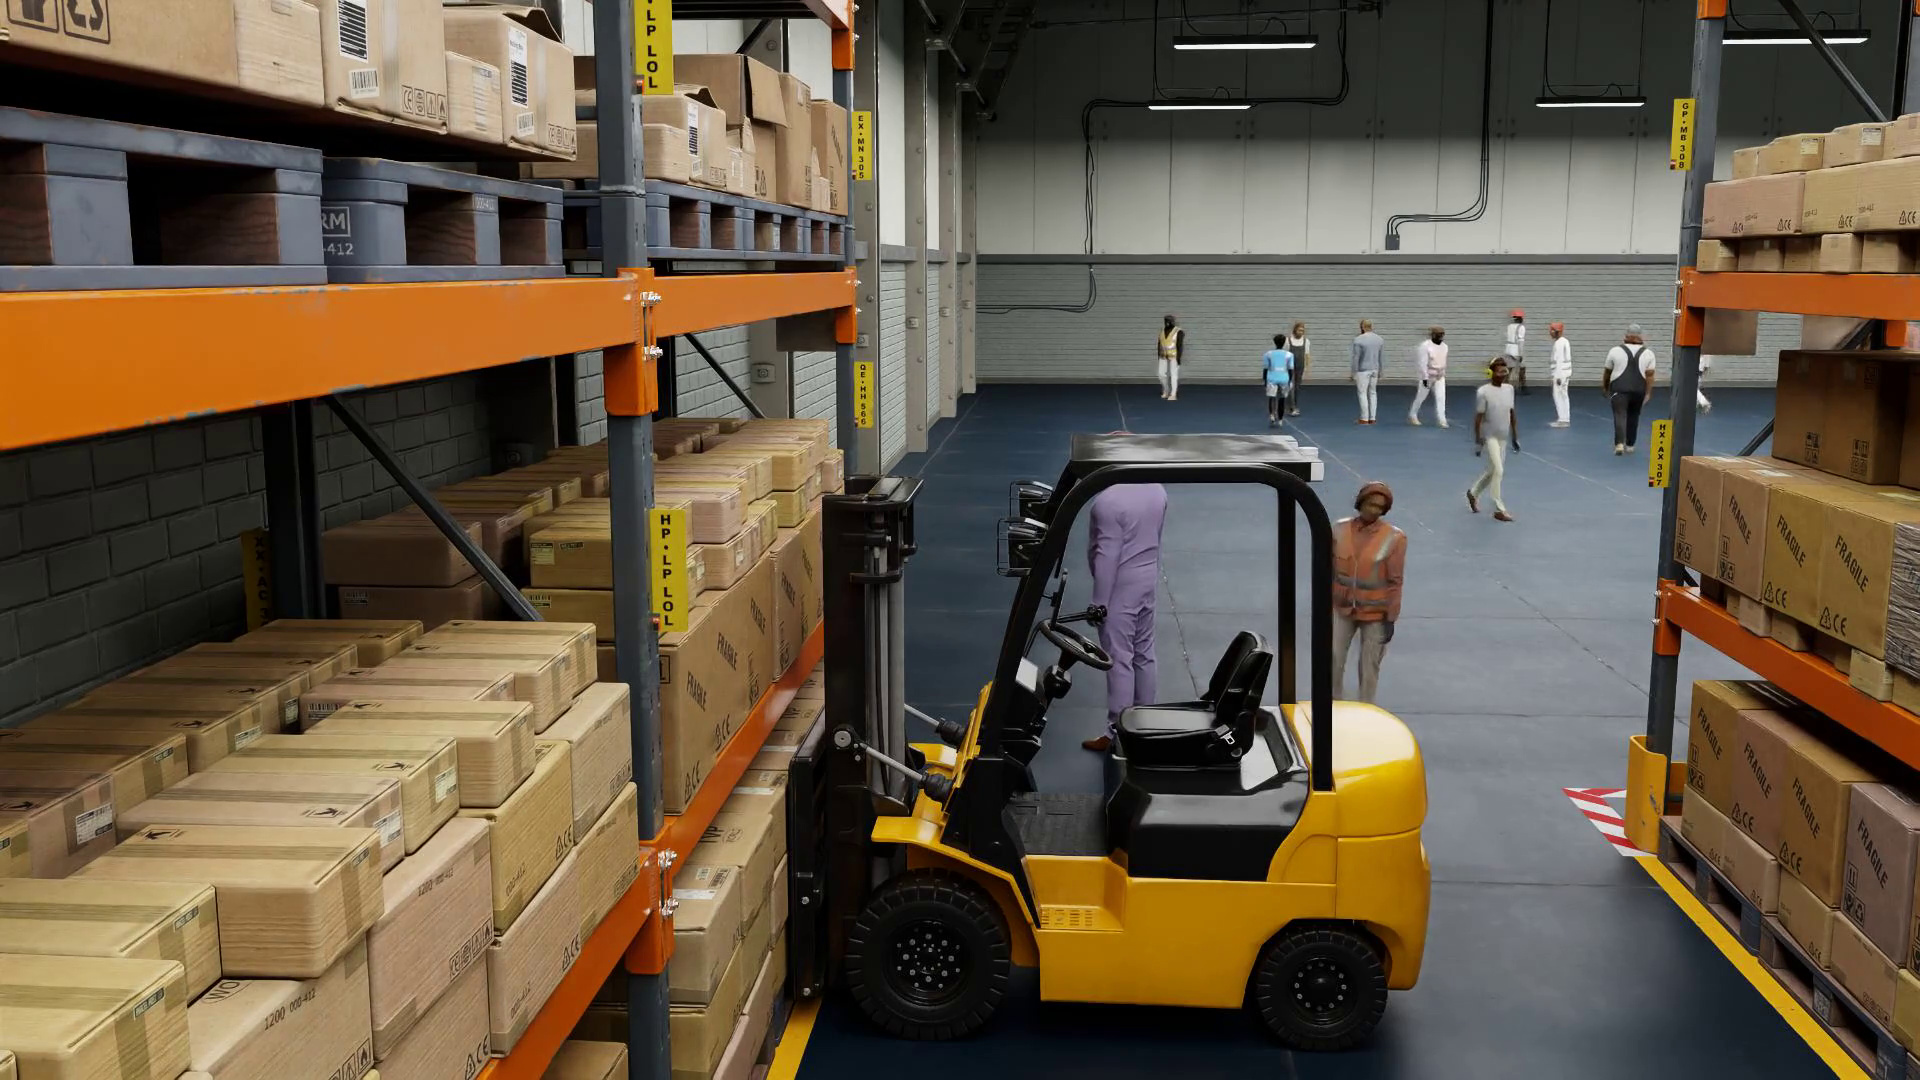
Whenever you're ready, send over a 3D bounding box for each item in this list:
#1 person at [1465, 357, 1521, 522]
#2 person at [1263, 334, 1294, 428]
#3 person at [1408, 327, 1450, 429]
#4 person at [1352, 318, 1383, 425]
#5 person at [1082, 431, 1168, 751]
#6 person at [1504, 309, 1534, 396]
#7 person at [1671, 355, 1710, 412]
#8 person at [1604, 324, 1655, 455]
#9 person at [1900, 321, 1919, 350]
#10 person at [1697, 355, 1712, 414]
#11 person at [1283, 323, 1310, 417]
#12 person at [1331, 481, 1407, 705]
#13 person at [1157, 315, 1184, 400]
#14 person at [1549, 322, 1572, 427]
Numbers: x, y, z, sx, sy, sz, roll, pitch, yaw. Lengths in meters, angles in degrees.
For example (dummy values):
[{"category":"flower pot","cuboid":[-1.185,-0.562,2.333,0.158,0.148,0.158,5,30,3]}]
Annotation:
[{"category":"person","cuboid":[6.051,-1.165,18.895,0.517,1.846,0.844,-5,10,-26]},{"category":"person","cuboid":[5.620,-2.811,29.400,0.534,1.667,0.779,2,10,11]},{"category":"person","cuboid":[8.358,-2.898,29.552,0.607,1.802,0.953,-3,10,-19]},{"category":"person","cuboid":[7.326,-3.019,29.921,0.638,1.920,0.409,-5,11,-27]},{"category":"person","cuboid":[0.948,0.304,9.829,0.404,1.902,0.636,7,12,37]},{"category":"person","cuboid":[12.314,-4.118,36.590,0.860,1.904,0.575,-4,10,-25]},{"category":"person","cuboid":[14.332,-3.470,32.751,0.653,1.883,0.739,-4,10,-25]},{"category":"person","cuboid":[10.174,-2.320,25.297,0.679,2.000,1.030,2,10,11]},{"category":"person","cuboid":[20.077,-3.884,35.257,0.713,1.894,0.656,-2,10,-12]},{"category":"person","cuboid":[14.093,-3.308,31.900,0.583,1.853,0.904,-5,11,-27]},{"category":"person","cuboid":[6.366,-3.251,31.724,0.564,1.797,0.964,0,9,-2]},{"category":"person","cuboid":[2.388,0.440,9.875,0.541,1.608,0.445,7,12,36]},{"category":"person","cuboid":[4.462,-3.883,35.431,0.636,1.828,0.447,7,12,36]},{"category":"person","cuboid":[10.664,-2.935,29.558,0.398,1.871,0.613,6,11,33]}]
